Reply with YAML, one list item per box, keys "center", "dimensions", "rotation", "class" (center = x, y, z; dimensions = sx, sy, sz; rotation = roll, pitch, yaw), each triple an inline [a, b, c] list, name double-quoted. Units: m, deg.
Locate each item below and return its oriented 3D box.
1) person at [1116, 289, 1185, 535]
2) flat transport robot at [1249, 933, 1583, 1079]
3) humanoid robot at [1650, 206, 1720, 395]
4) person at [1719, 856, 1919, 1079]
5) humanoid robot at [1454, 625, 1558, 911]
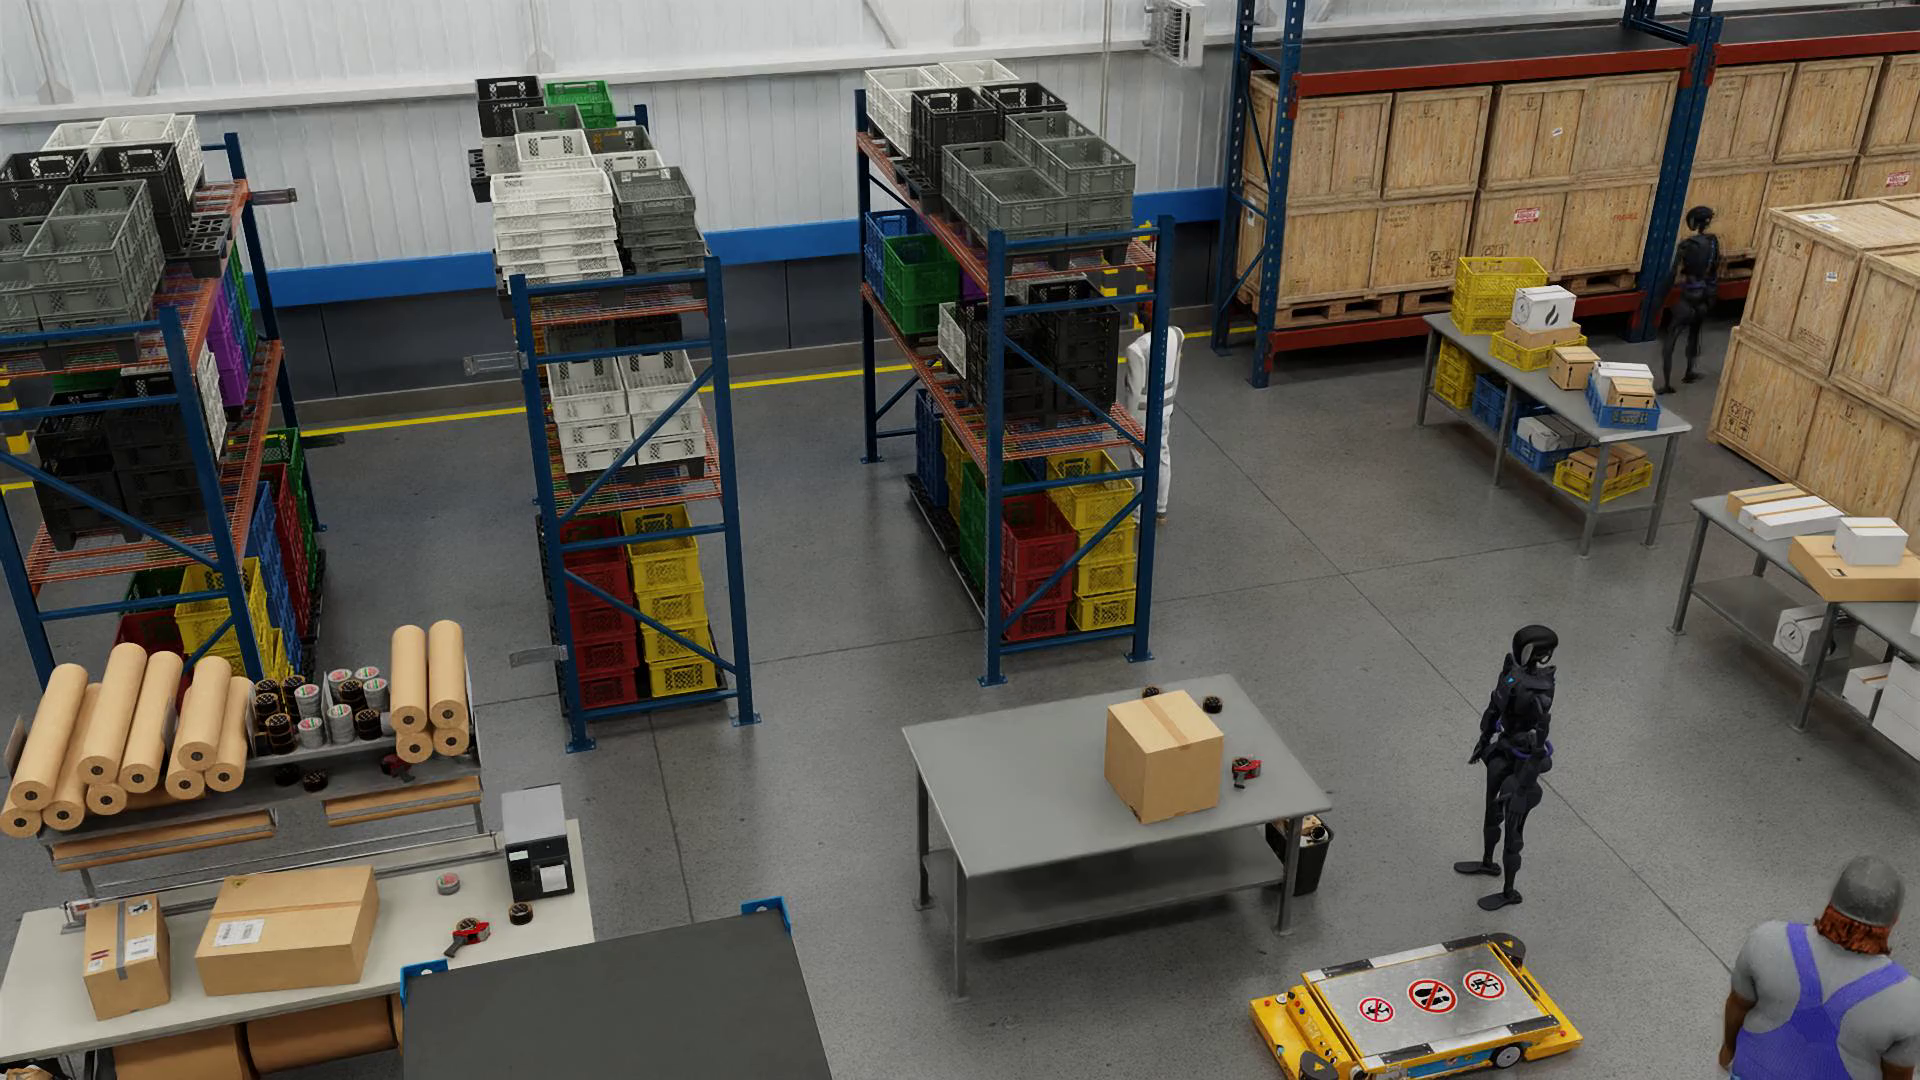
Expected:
- center: [1.374, -0.933, 12.183]
  dimensions: [0.354, 1.883, 0.573]
  rotation: [26, 38, 38]
  class: "person"
- center: [2.184, 2.282, 7.980]
  dimensions: [1.431, 0.197, 0.652]
  rotation: [-8, 30, -14]
  class: "flat transport robot"
- center: [6.387, -2.136, 14.604]
  dimensions: [0.736, 1.633, 0.412]
  rotation: [-18, 34, -29]
  class: "humanoid robot"
- center: [3.362, 2.066, 6.564]
  dimensions: [0.680, 2.000, 0.536]
  rotation: [23, 36, 36]
  class: "person"
- center: [2.834, 1.156, 8.582]
  dimensions: [0.327, 1.657, 0.589]
  rotation: [-4, 29, -7]
  class: "humanoid robot"
